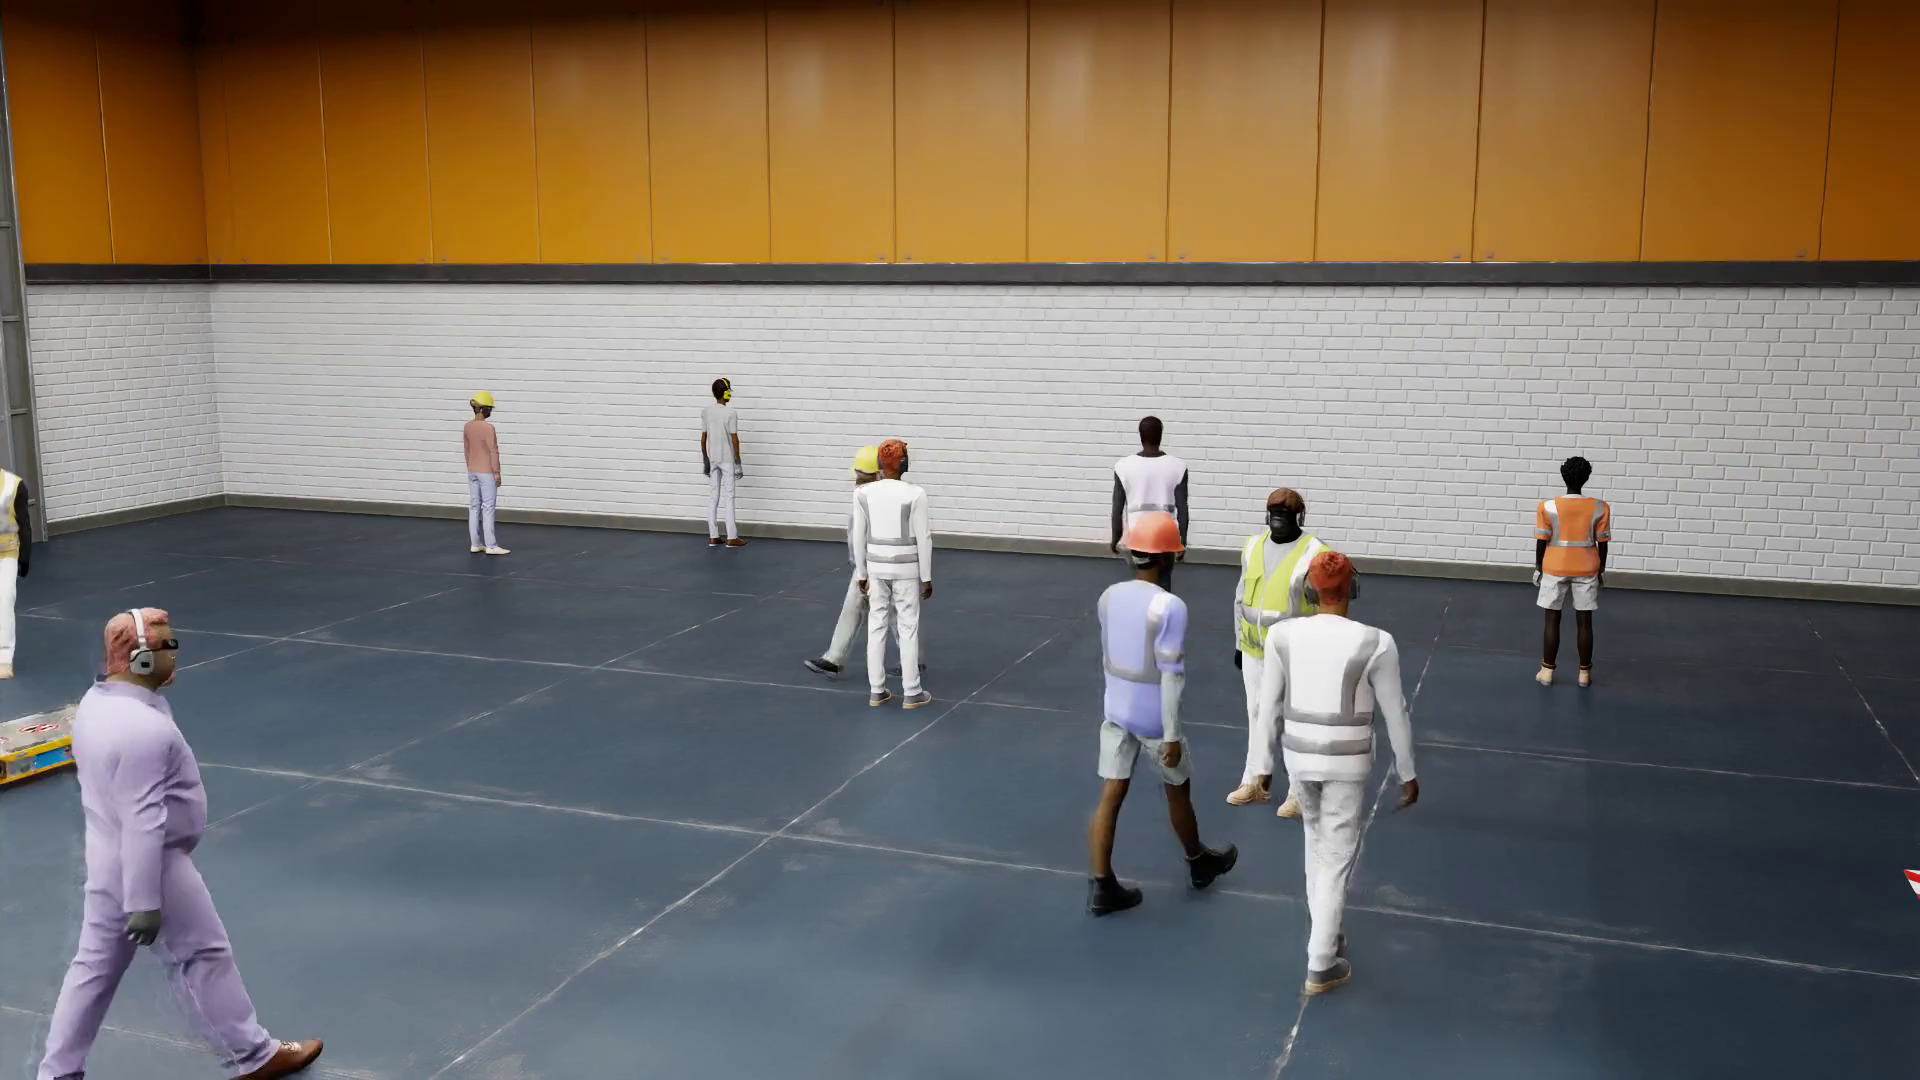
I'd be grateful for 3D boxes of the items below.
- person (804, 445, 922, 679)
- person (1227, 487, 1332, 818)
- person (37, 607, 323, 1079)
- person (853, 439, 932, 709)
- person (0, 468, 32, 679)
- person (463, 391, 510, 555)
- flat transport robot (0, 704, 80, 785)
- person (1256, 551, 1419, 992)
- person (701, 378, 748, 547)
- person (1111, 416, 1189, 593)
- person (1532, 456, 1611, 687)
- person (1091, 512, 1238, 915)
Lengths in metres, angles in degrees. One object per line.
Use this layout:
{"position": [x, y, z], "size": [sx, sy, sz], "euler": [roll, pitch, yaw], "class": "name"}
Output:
{"position": [-0.681, 0.185, 12.249], "size": [0.923, 1.772, 0.601], "euler": [-4, 10, -23], "class": "person"}
{"position": [1.790, 0.620, 9.334], "size": [0.625, 1.847, 0.429], "euler": [9, 13, 43], "class": "person"}
{"position": [-2.907, 1.154, 5.983], "size": [0.991, 1.853, 0.666], "euler": [-8, 12, -42], "class": "person"}
{"position": [-0.459, 0.237, 11.588], "size": [0.573, 1.883, 0.354], "euler": [3, 10, 21], "class": "person"}
{"position": [-7.378, 0.108, 12.604], "size": [0.627, 1.816, 0.804], "euler": [-4, 10, -21], "class": "person"}
{"position": [-5.109, -0.716, 17.877], "size": [0.522, 1.764, 0.318], "euler": [7, 11, 37], "class": "person"}
{"position": [-5.701, 1.267, 10.185], "size": [0.652, 0.197, 1.431], "euler": [4, 10, 22], "class": "flat transport robot"}
{"position": [1.639, 0.965, 7.161], "size": [0.639, 1.851, 0.731], "euler": [7, 11, 36], "class": "person"}
{"position": [-2.625, -0.855, 18.399], "size": [0.520, 1.874, 0.332], "euler": [5, 11, 29], "class": "person"}
{"position": [1.497, -0.041, 13.266], "size": [0.597, 1.895, 0.672], "euler": [0, 9, -2], "class": "person"}
{"position": [4.470, 0.233, 12.187], "size": [0.540, 1.696, 0.315], "euler": [2, 9, 10], "class": "person"}
{"position": [0.967, 0.809, 7.984], "size": [0.930, 1.896, 0.569], "euler": [-8, 12, -41], "class": "person"}
